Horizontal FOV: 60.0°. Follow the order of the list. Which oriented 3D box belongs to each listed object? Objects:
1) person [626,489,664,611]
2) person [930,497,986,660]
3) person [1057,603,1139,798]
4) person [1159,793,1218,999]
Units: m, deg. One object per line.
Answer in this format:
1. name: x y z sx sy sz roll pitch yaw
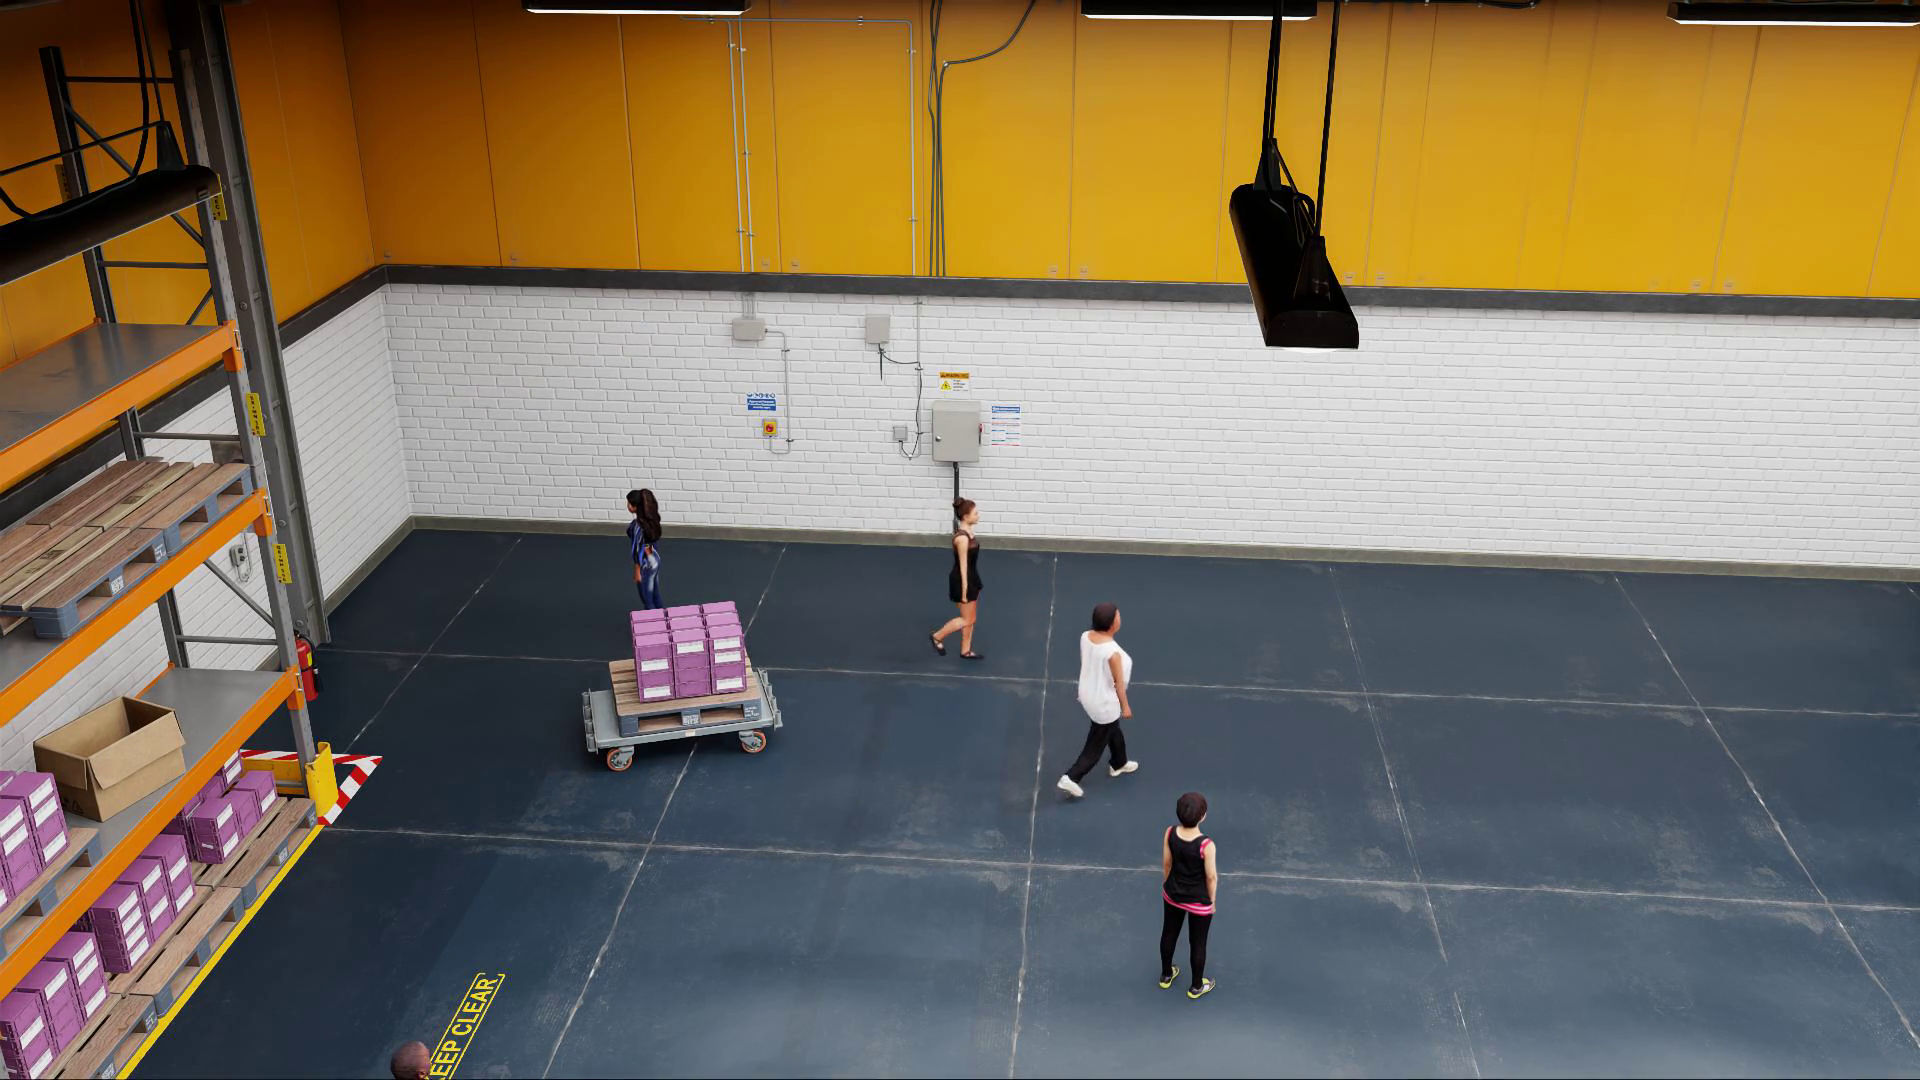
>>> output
1. person: -3.012 0.252 16.001 0.659 1.621 0.473 2 24 4
2. person: -0.038 0.397 15.618 0.662 1.663 0.692 4 24 9
3. person: 1.122 1.315 13.520 1.035 1.660 1.122 -9 25 -20
4. person: 1.539 2.382 11.226 0.614 1.543 0.638 16 28 32
